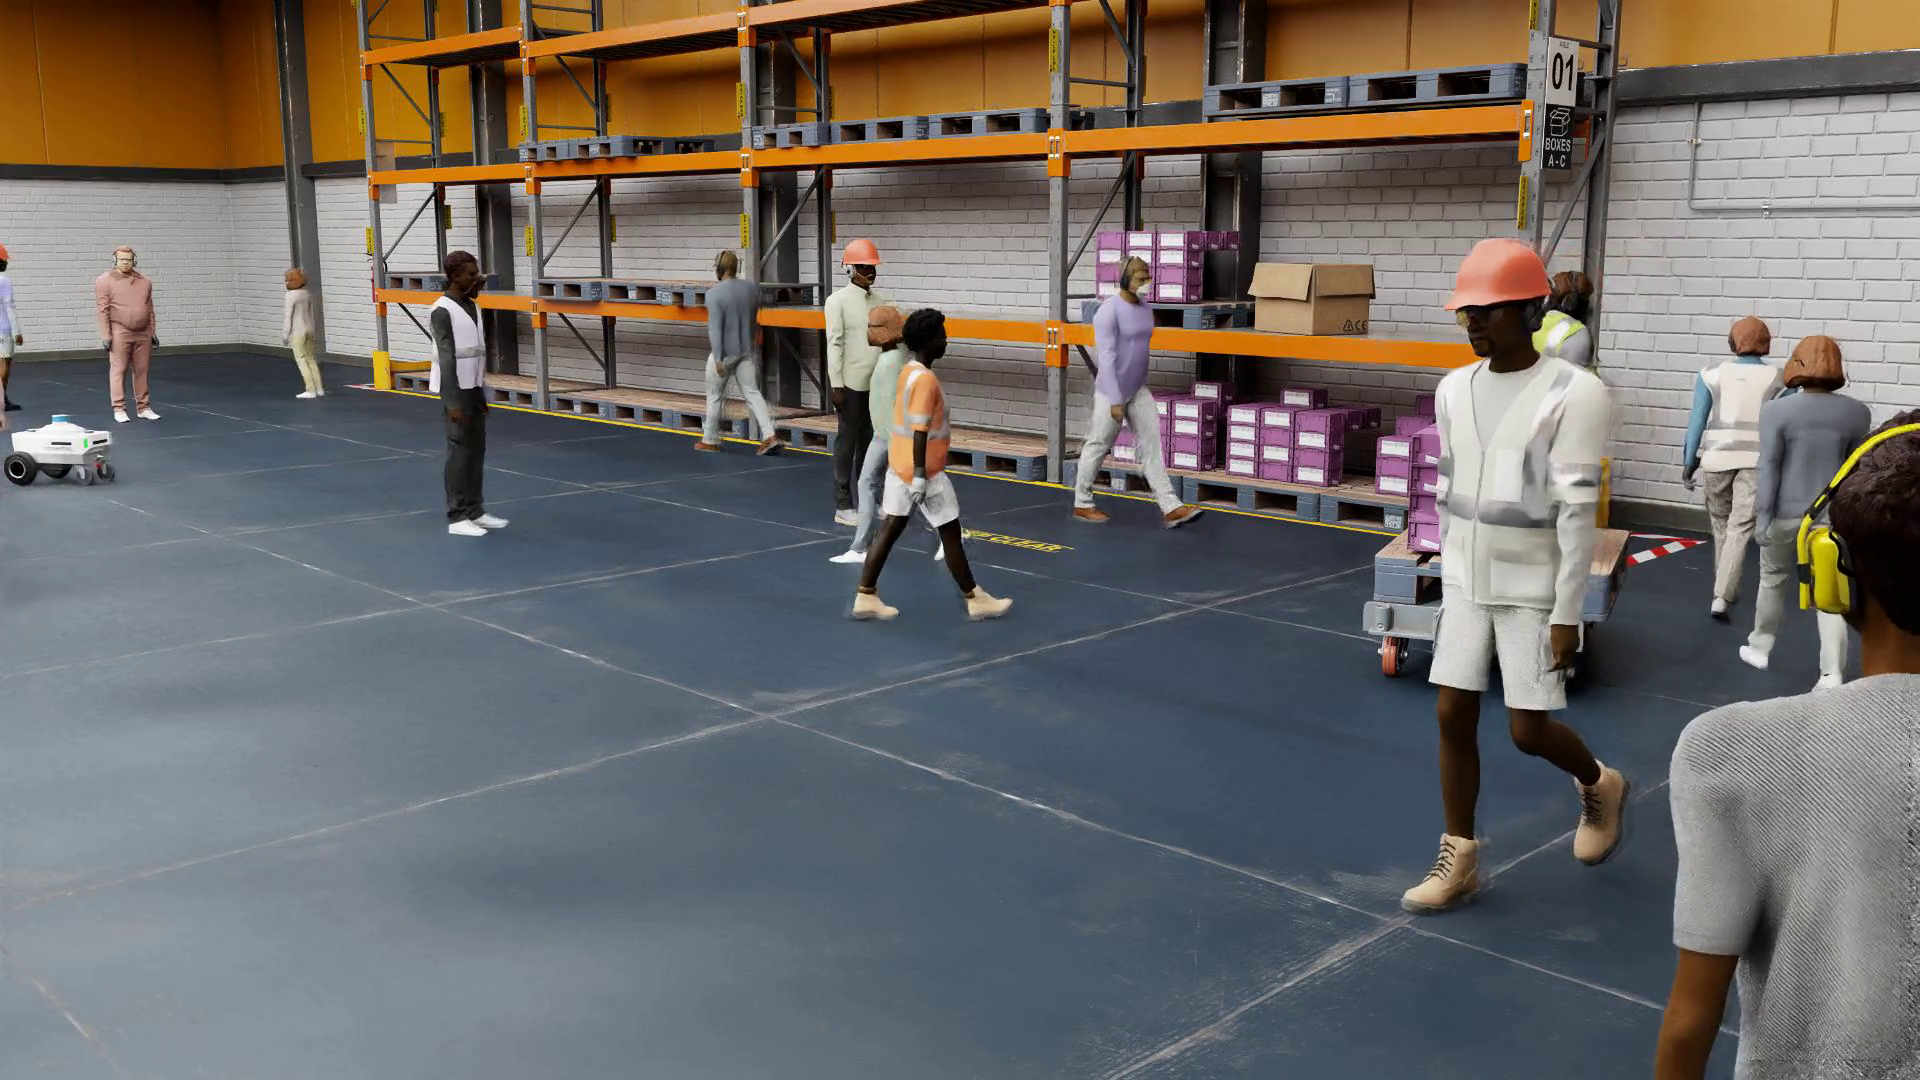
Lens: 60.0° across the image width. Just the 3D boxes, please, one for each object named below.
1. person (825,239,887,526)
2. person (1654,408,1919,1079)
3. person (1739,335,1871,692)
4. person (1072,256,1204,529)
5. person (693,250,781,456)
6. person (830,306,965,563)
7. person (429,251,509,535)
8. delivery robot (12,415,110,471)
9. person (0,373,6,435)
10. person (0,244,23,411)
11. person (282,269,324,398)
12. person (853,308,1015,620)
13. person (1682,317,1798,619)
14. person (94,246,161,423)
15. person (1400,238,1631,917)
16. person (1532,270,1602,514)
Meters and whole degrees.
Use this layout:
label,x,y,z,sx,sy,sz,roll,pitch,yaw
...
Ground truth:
label,x,y,z,sx,sy,sz,roll,pitch,yaw
person,-0.697,-1.108,11.711,0.381,1.994,0.620,7,13,34
person,1.068,0.767,1.958,0.497,1.820,0.989,5,11,25
person,3.805,-0.118,7.440,0.515,1.585,0.885,1,10,6
person,1.183,-1.002,11.460,1.032,1.872,0.641,9,14,41
person,-2.060,-1.716,15.321,1.007,1.899,0.633,10,14,43
person,-0.379,-0.640,10.236,0.793,1.606,0.506,1,10,8
person,-3.382,-0.993,11.298,0.402,1.917,0.631,1,10,7
delivery robot,-7.349,-0.782,13.608,0.707,0.478,0.477,2,11,9
person,-6.567,-0.816,10.795,0.800,1.733,0.547,6,12,29
person,-11.043,-2.432,19.137,0.559,1.924,0.435,5,12,26
person,-8.199,-2.566,20.710,0.296,1.609,0.586,2,11,11
person,-0.173,-0.381,8.686,0.861,1.647,0.544,-2,11,-13
person,4.145,-0.390,8.886,0.514,1.592,0.806,7,13,34
person,-9.041,-2.240,18.138,0.400,1.903,0.645,6,12,32
person,1.698,0.115,4.983,0.746,2.019,0.616,-7,12,-33
person,3.476,-0.629,9.563,0.575,1.818,0.665,-3,11,-14
